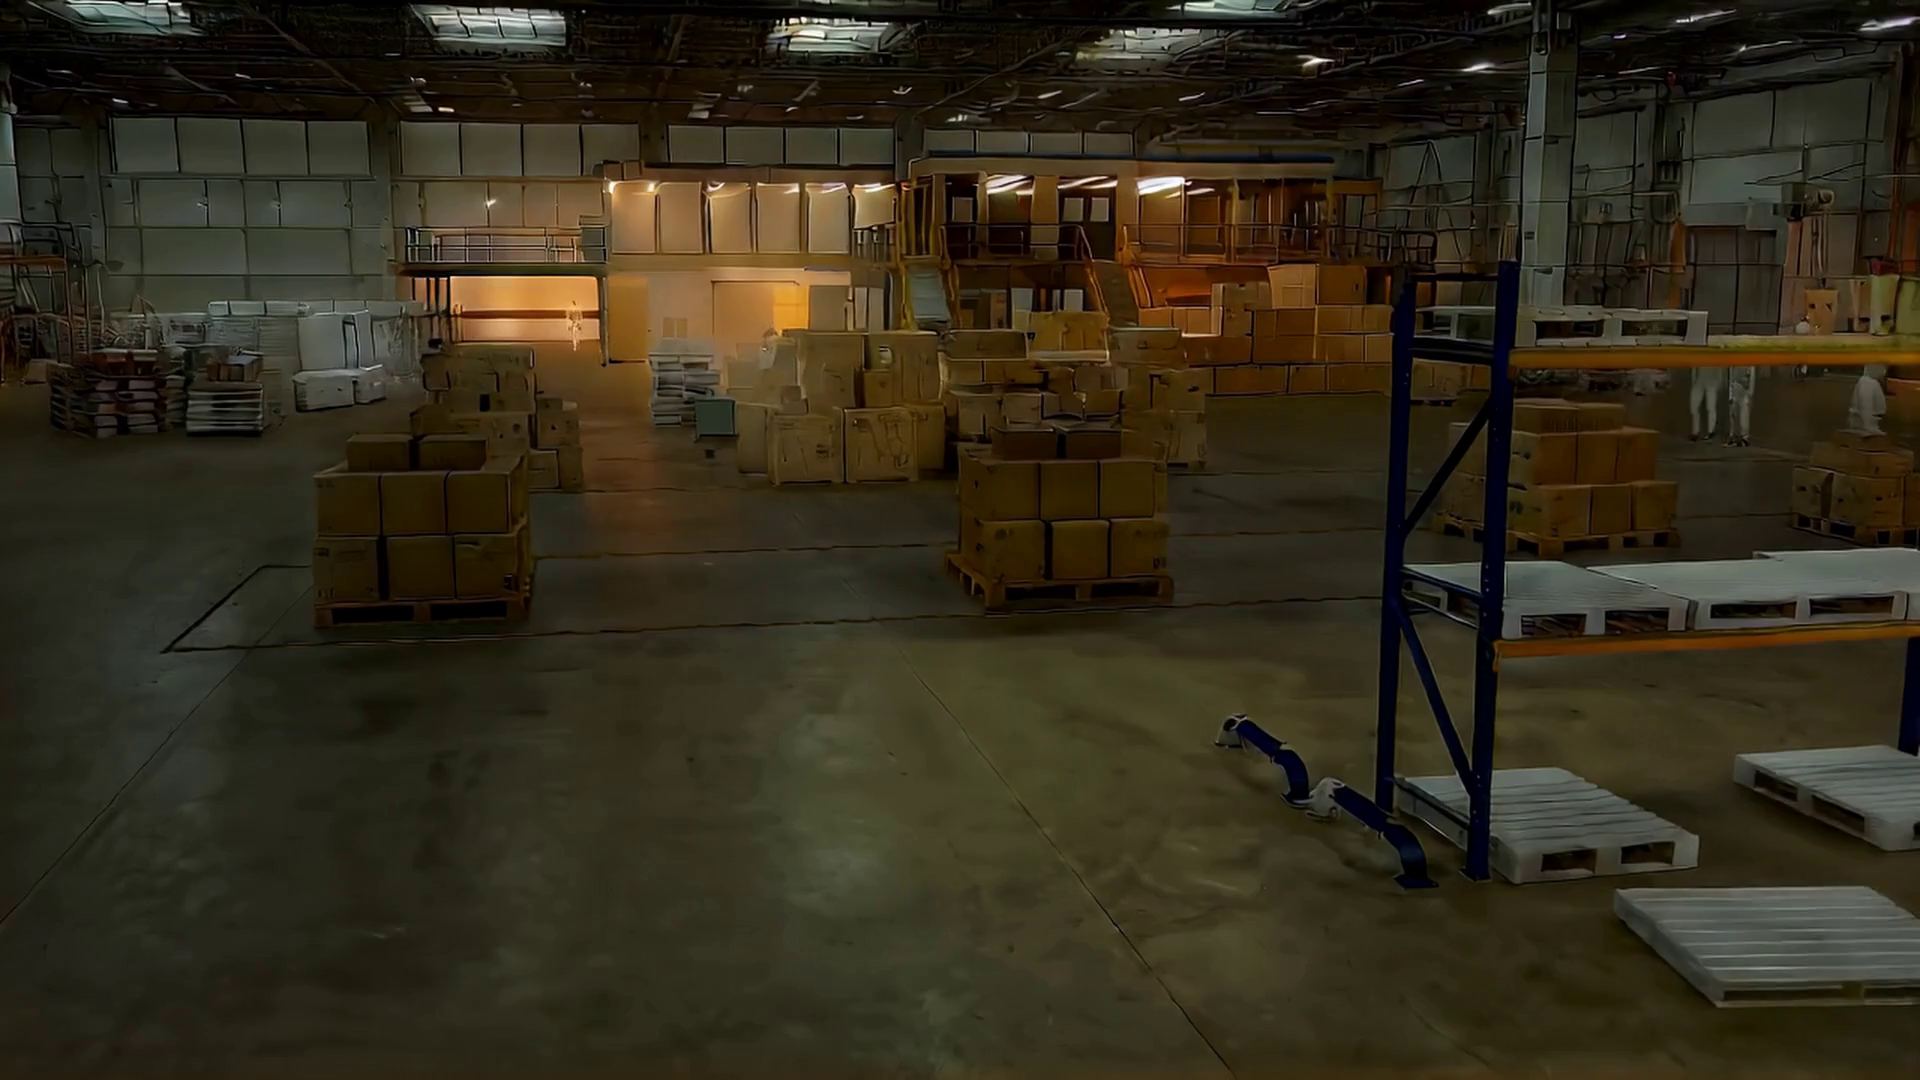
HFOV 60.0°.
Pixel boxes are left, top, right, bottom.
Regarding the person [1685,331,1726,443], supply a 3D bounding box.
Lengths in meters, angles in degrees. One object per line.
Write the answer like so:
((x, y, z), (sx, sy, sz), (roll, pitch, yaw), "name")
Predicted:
((12.736, -2.595, 28.389), (0.659, 1.917, 0.641), (-7, 12, -38), "person")

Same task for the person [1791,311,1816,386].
((21.320, -4.848, 42.119), (0.607, 1.917, 0.862), (5, 11, 28), "person")

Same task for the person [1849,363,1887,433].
((12.206, -1.532, 22.183), (0.707, 1.816, 0.645), (8, 12, 39), "person")

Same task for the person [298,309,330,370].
((-15.504, -4.543, 40.008), (0.641, 1.988, 1.035), (1, 9, 7), "person")

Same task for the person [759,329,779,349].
((-3.076, -2.441, 27.196), (0.395, 1.993, 0.614), (0, 9, 0), "person")

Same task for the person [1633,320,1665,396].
((16.143, -4.295, 38.863), (1.005, 1.876, 0.609), (-3, 10, -17), "person")

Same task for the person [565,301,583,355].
((-13.260, -7.278, 57.147), (0.582, 1.842, 0.976), (-2, 9, -11), "person")

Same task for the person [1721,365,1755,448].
((12.999, -2.405, 27.744), (0.295, 1.743, 0.492), (-3, 10, -19), "person")

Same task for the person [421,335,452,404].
((-8.808, -2.519, 28.048), (0.521, 1.873, 0.334), (-6, 11, -32), "person")

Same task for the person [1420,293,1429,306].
((18.116, -8.623, 64.876), (0.381, 1.994, 0.622), (4, 10, 22), "person")

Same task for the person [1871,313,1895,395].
((21.764, -4.371, 39.230), (0.505, 1.908, 0.635), (-6, 11, -35), "person")
